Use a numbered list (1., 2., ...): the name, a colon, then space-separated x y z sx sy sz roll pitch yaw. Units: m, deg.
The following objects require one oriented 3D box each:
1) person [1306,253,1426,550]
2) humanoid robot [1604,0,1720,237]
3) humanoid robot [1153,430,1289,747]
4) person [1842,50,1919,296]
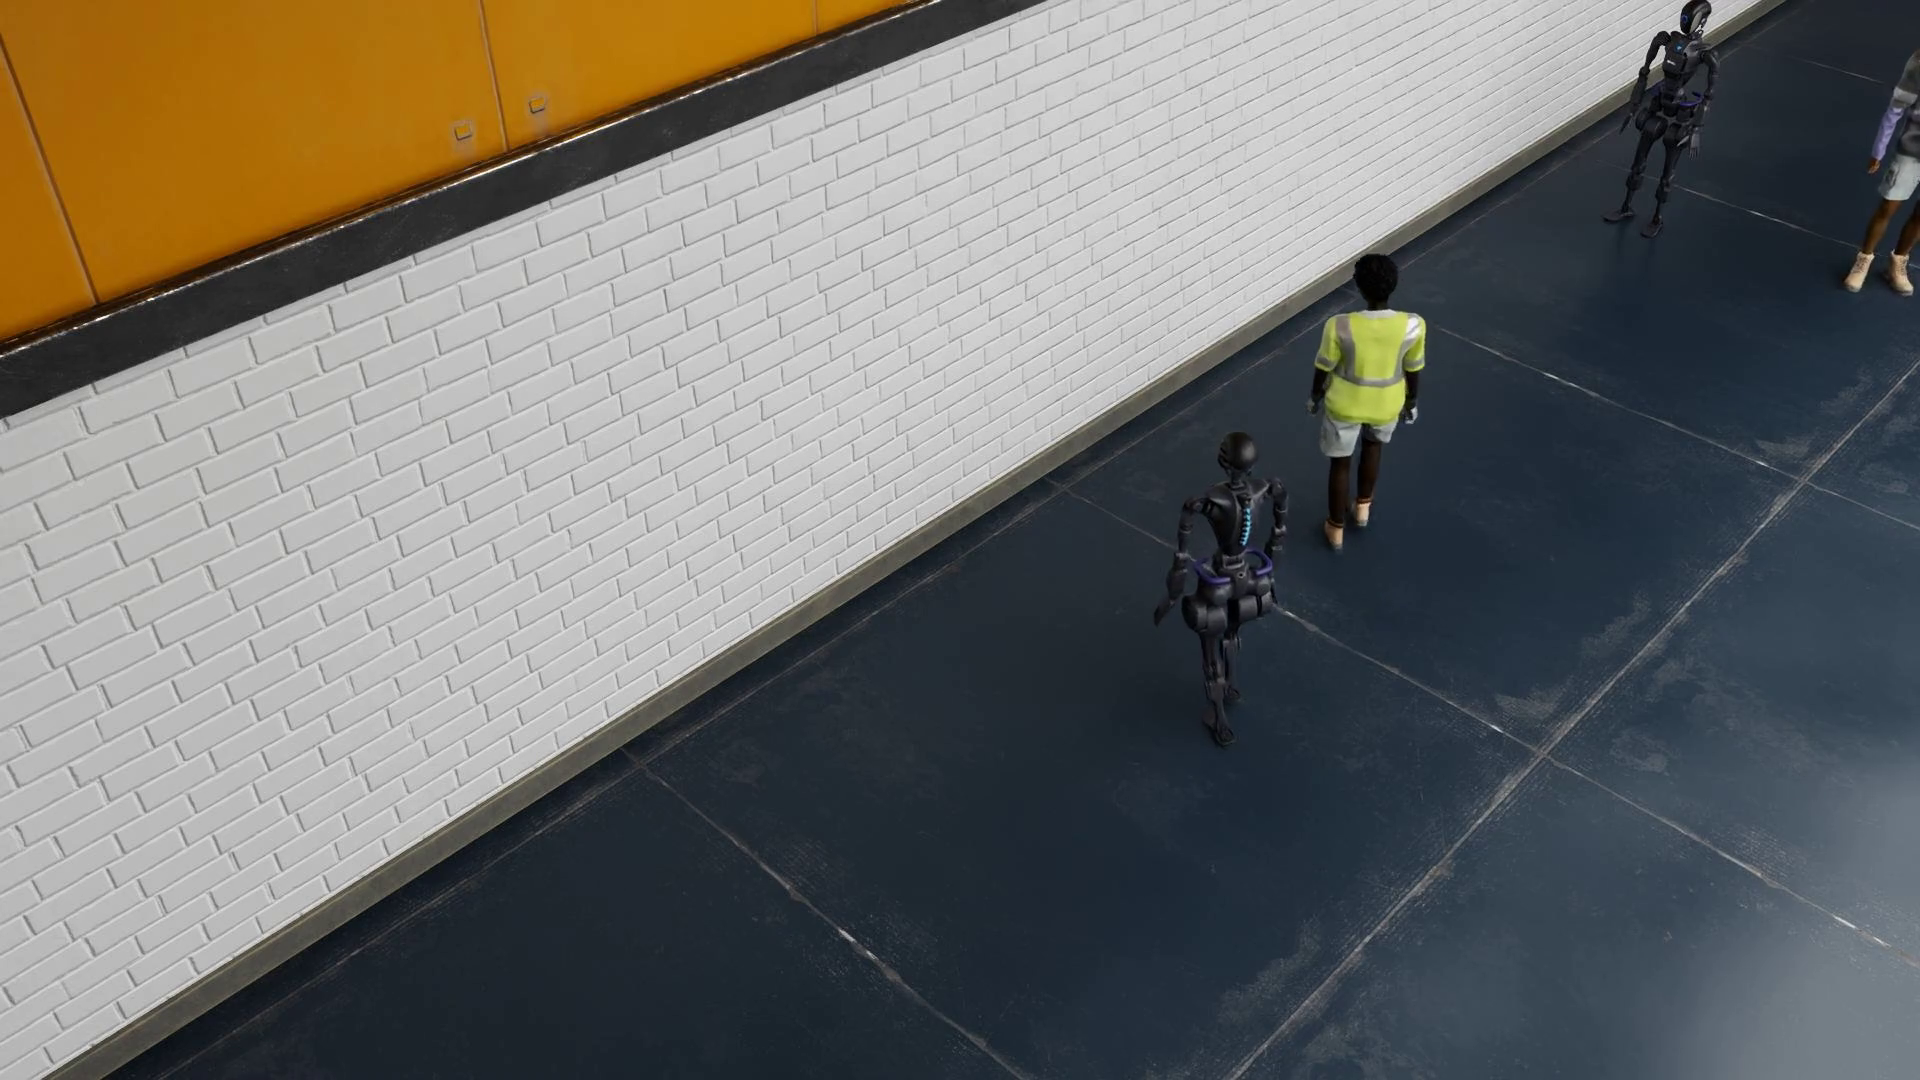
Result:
1. person: 2.105 -0.725 8.695 0.583 1.665 0.513 1 39 2
2. humanoid robot: 4.853 -2.890 11.393 0.315 1.657 0.599 -26 45 -28
3. humanoid robot: 1.188 0.211 7.532 0.601 1.652 0.479 -12 40 -14
4. person: 6.189 -2.490 10.627 0.616 2.026 0.412 7 39 8
